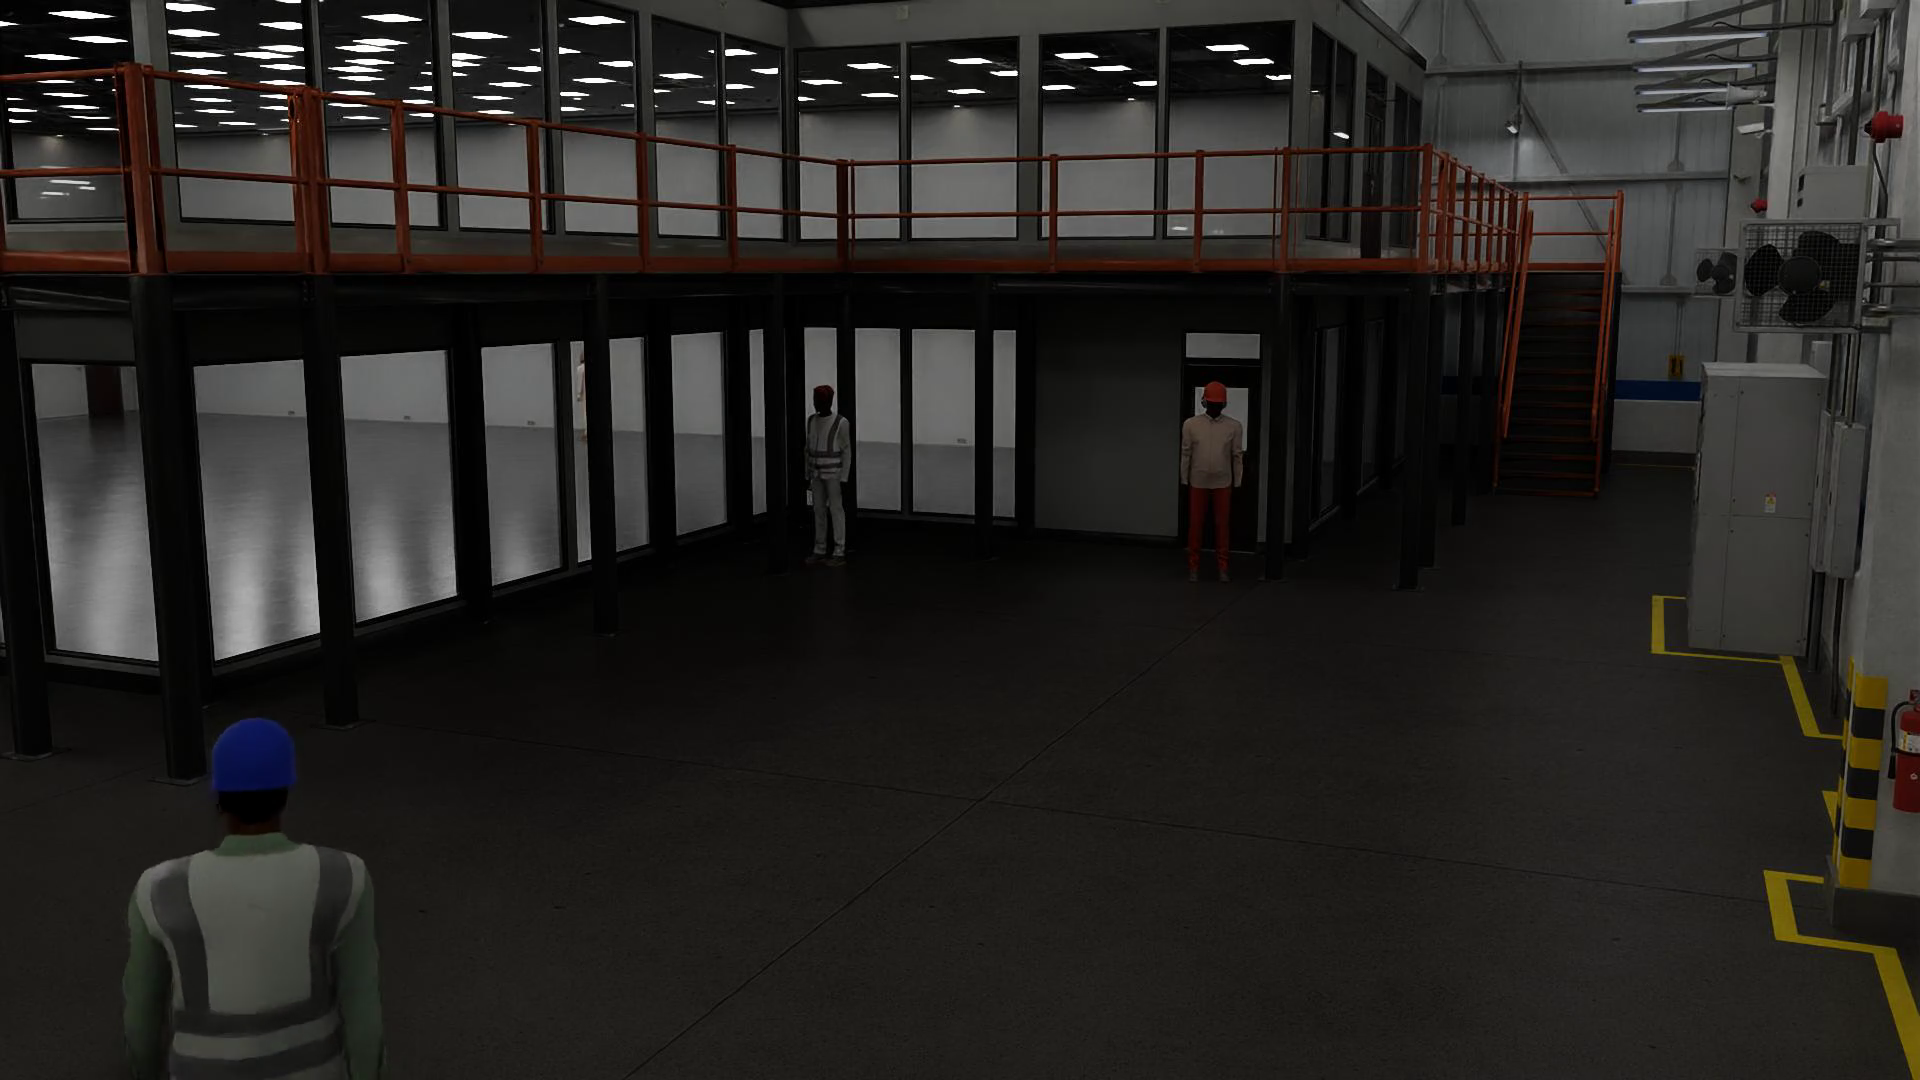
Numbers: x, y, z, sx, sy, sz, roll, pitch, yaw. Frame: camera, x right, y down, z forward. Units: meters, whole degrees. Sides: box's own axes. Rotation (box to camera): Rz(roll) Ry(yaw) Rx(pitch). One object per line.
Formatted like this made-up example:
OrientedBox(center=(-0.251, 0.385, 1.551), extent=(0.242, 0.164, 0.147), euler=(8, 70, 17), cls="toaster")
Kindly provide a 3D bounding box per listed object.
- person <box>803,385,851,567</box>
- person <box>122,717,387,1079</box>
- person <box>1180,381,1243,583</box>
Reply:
OrientedBox(center=(-1.385, -0.661, 17.210), extent=(0.584, 1.882, 0.337), euler=(7, 12, 37), cls="person")
OrientedBox(center=(-1.862, 1.413, 4.419), extent=(0.619, 1.895, 1.020), euler=(-5, 10, -27), cls="person")
OrientedBox(center=(2.463, -0.562, 16.297), extent=(0.612, 1.986, 0.406), euler=(1, 9, 5), cls="person")
